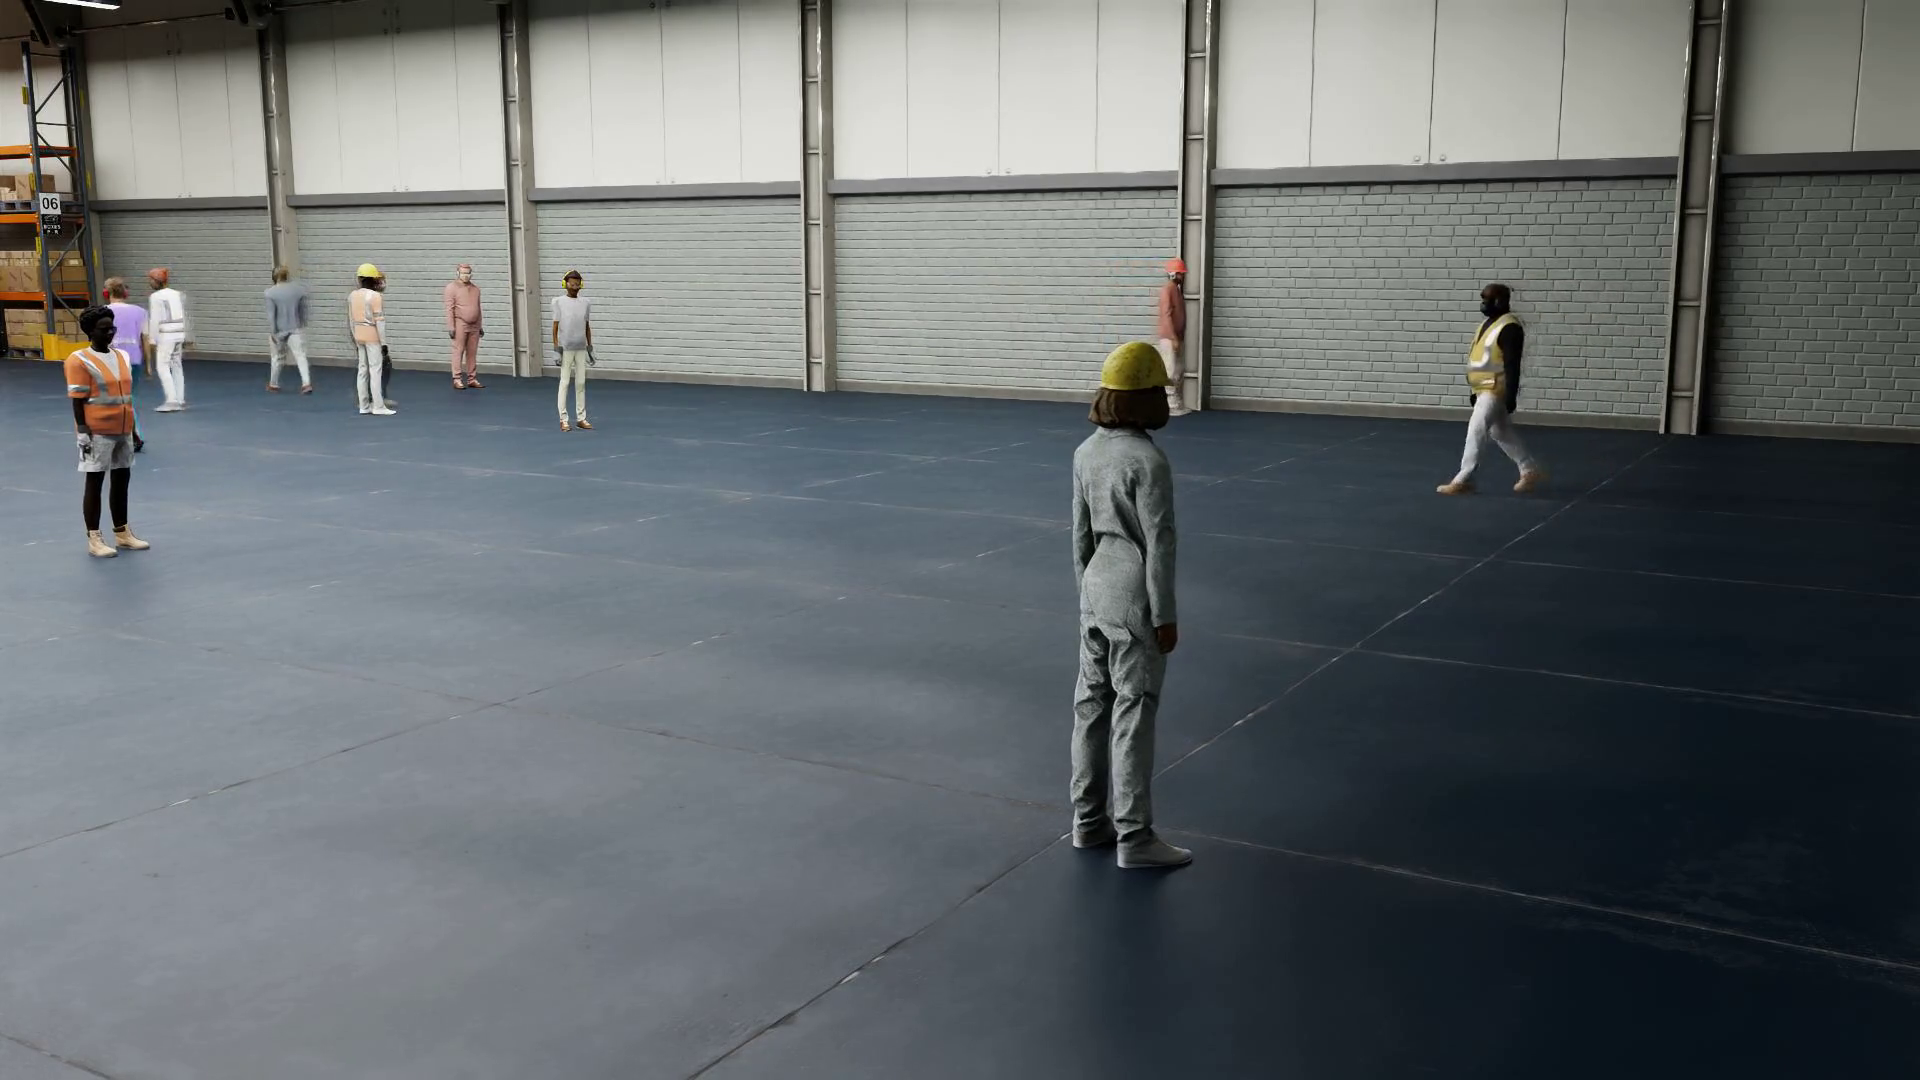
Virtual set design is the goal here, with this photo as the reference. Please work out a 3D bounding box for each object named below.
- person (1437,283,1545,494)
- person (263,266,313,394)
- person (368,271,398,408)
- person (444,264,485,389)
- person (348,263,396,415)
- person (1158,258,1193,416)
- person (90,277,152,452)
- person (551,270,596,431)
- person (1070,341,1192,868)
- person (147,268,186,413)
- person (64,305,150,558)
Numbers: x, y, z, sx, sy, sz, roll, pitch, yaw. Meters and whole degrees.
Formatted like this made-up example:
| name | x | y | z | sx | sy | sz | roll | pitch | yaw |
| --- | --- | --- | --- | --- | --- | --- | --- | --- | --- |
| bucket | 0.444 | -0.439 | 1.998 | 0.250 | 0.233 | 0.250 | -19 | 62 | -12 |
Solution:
| name | x | y | z | sx | sy | sz | roll | pitch | yaw |
| --- | --- | --- | --- | --- | --- | --- | --- | --- | --- |
| person | 4.587 | -1.285 | 14.169 | 0.932 | 1.806 | 0.637 | 0 | 10 | -1 |
| person | -9.899 | -3.077 | 24.446 | 1.037 | 1.894 | 0.631 | 9 | 13 | 43 |
| person | -7.667 | -2.627 | 21.963 | 0.635 | 1.818 | 0.546 | -5 | 11 | -25 |
| person | -7.535 | -3.255 | 25.403 | 0.399 | 1.903 | 0.644 | 7 | 12 | 34 |
| person | -7.509 | -2.546 | 21.179 | 0.587 | 1.928 | 0.363 | 6 | 11 | 31 |
| person | 2.716 | -2.578 | 21.176 | 0.400 | 1.990 | 0.633 | 5 | 11 | 26 |
| person | -8.711 | -1.824 | 17.304 | 0.935 | 1.811 | 0.578 | 9 | 13 | 42 |
| person | -4.486 | -2.201 | 19.345 | 0.517 | 1.865 | 0.328 | -8 | 13 | -39 |
| person | 0.567 | 0.214 | 5.557 | 0.299 | 1.745 | 0.483 | -6 | 11 | -30 |
| person | -10.306 | -2.593 | 21.644 | 0.395 | 1.866 | 0.828 | 2 | 10 | 9 |
| person | -5.774 | -0.737 | 11.261 | 0.315 | 1.696 | 0.540 | 3 | 10 | 16 |
